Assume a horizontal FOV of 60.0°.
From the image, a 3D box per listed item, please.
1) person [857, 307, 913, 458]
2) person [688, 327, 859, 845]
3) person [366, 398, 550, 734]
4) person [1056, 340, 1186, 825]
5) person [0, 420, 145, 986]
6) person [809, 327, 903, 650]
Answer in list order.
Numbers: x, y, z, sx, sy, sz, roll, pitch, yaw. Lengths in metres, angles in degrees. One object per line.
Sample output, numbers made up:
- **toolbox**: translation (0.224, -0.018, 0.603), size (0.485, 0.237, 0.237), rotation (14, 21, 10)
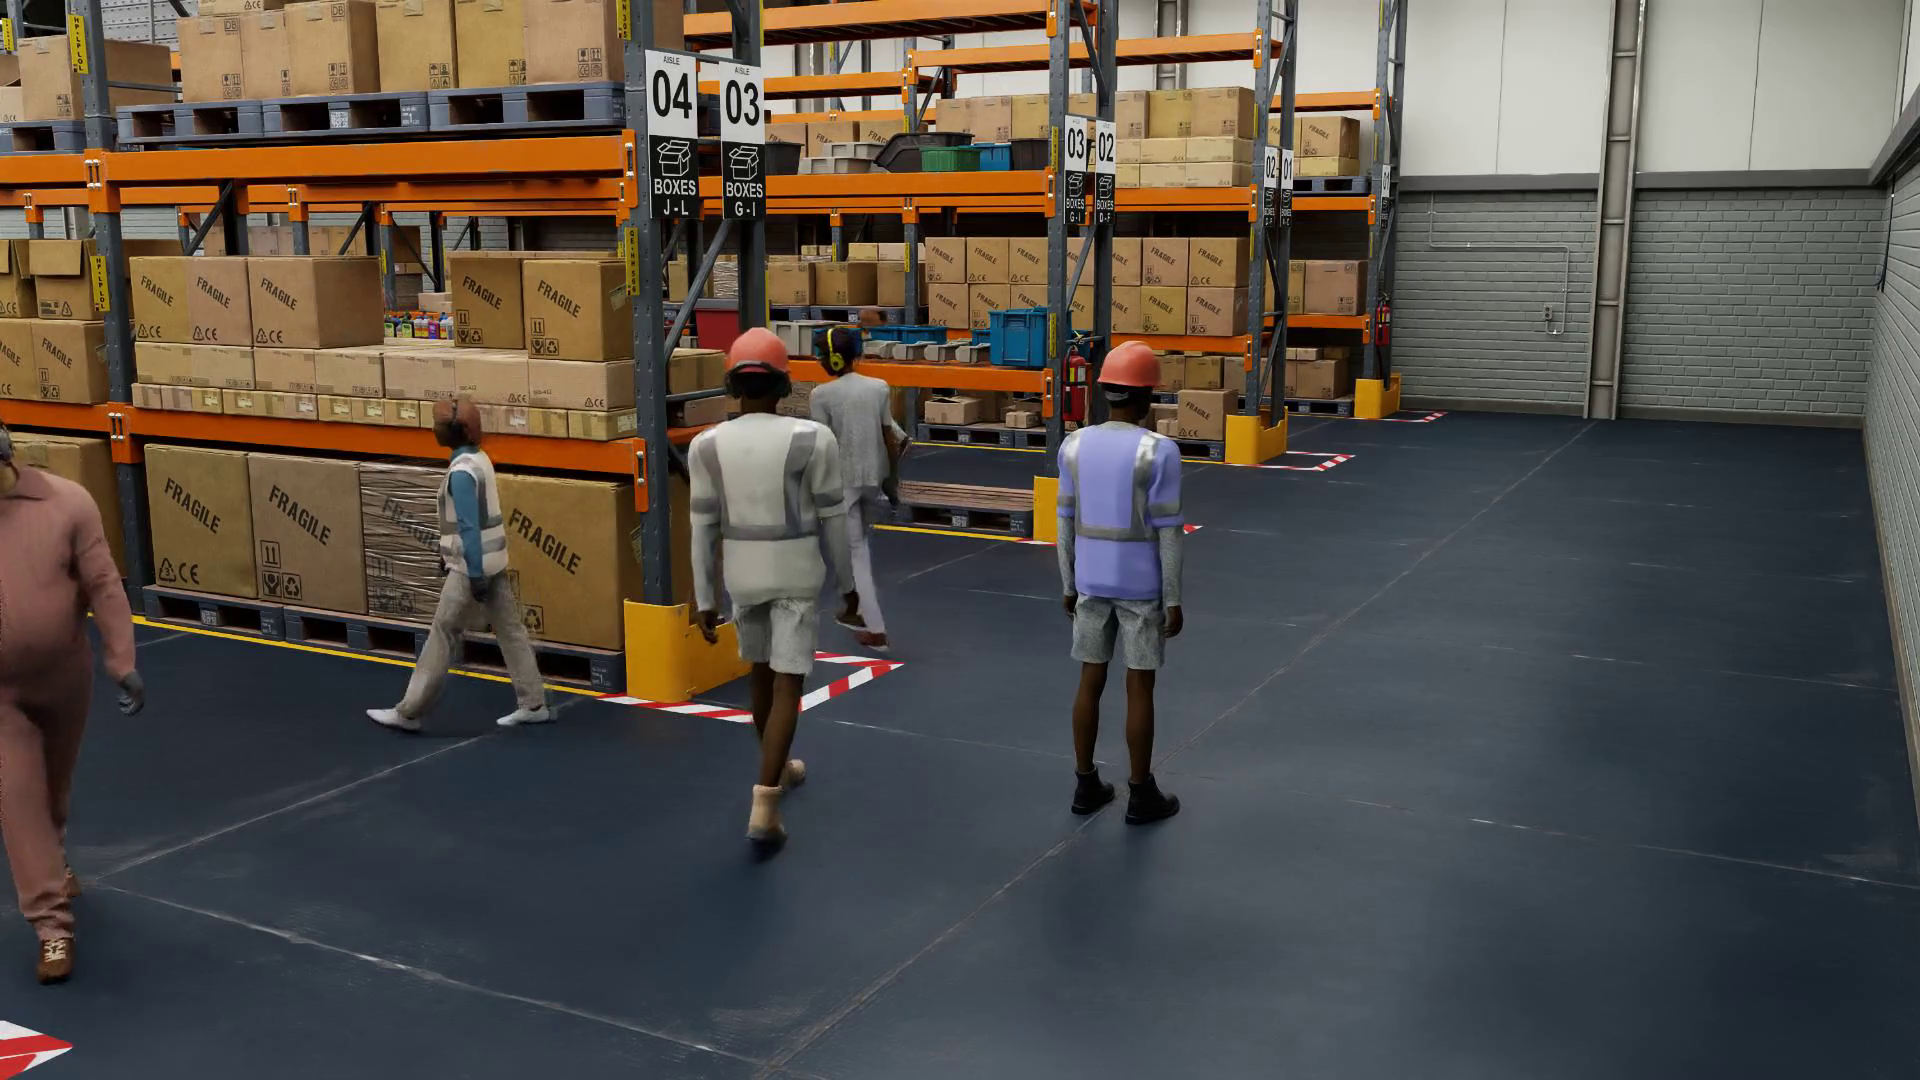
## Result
- **person**: translation (-0.878, -1.626, 17.387), size (0.704, 1.611, 0.506), rotation (3, 11, 15)
- **person**: translation (-0.755, 0.162, 6.588), size (0.620, 2.006, 0.999), rotation (3, 11, 16)
- **person**: translation (-2.379, 0.130, 7.859), size (0.859, 1.594, 0.529), rotation (-1, 10, -4)
- **person**: translation (0.662, 0.170, 6.698), size (0.551, 1.934, 0.373), rotation (7, 12, 33)
- **person**: translation (-3.133, 0.435, 5.532), size (0.664, 1.849, 1.025), rotation (-9, 13, -39)
- **person**: translation (-0.654, -0.306, 9.588), size (0.521, 1.826, 0.810), rotation (-6, 12, -30)
